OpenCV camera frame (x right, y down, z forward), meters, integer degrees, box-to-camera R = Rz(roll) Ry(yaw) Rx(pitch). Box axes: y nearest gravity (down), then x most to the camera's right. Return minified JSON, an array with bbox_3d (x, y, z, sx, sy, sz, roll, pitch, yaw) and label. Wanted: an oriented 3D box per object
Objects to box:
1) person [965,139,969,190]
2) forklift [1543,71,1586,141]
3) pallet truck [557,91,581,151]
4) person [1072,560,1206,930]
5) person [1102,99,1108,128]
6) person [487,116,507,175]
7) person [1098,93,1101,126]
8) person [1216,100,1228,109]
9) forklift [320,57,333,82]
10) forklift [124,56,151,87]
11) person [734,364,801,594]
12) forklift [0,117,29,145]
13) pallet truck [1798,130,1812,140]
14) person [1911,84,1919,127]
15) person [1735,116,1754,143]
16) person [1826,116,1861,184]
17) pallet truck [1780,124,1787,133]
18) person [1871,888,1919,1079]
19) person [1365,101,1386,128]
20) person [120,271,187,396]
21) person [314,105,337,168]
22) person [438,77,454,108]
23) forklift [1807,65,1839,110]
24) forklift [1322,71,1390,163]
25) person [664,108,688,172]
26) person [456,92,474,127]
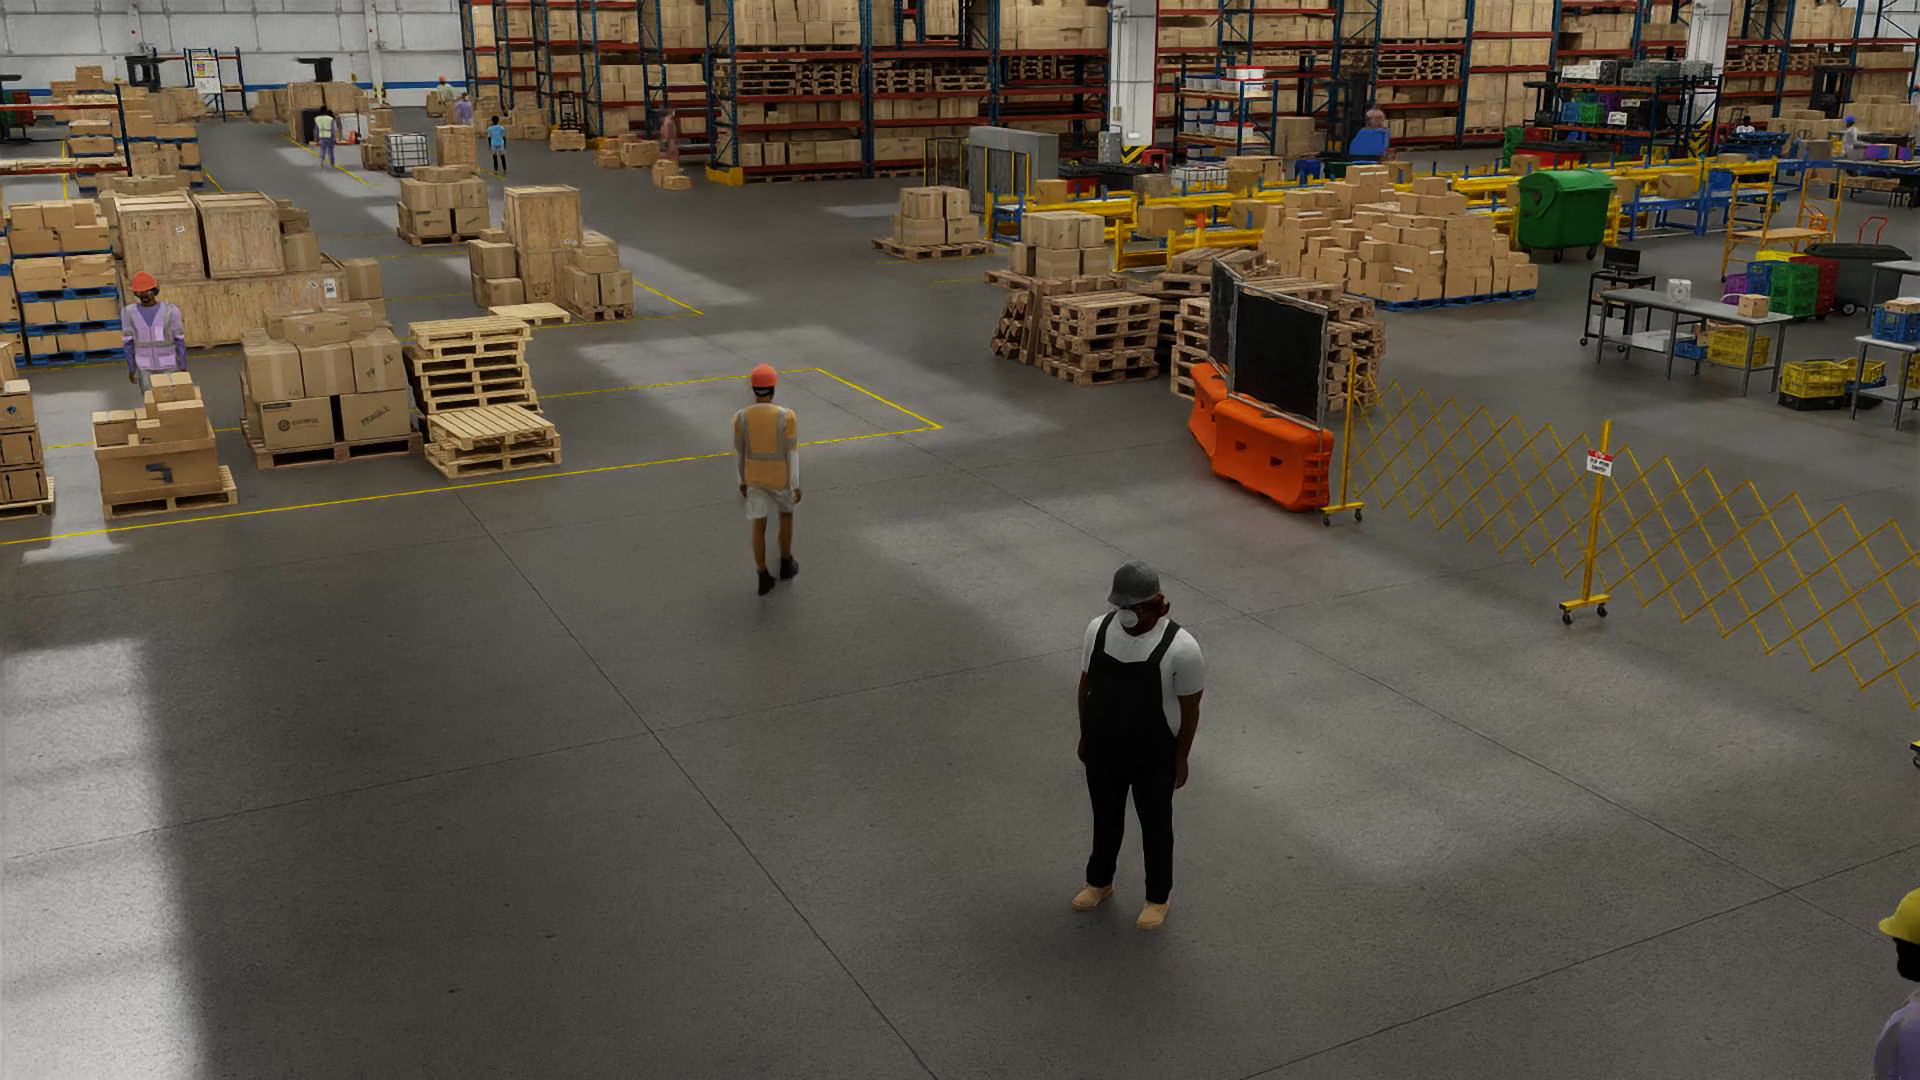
[{"bbox_3d":[0.398,-10.217,44.605,0.650,1.672,0.548,5,18,15],"label":"person"},{"bbox_3d":[18.685,-13.231,52.085,1.873,2.768,1.129,-9,20,-26],"label":"forklift"},{"bbox_3d":[-13.495,-14.412,57.188,0.823,1.965,1.885,-3,18,-9],"label":"pallet truck"},{"bbox_3d":[0.899,1.081,8.818,0.689,2.000,0.539,11,21,30],"label":"person"},{"bbox_3d":[5.825,-16.877,65.479,0.506,1.609,0.705,-9,20,-26],"label":"person"},{"bbox_3d":[-13.621,-11.619,48.964,0.540,1.695,0.317,-9,20,-27],"label":"person"},{"bbox_3d":[5.902,-17.768,68.058,0.539,1.732,0.611,-1,18,-3],"label":"person"},{"bbox_3d":[9.498,-15.322,60.280,0.580,1.827,0.526,-8,20,-24],"label":"person"},{"bbox_3d":[-25.134,-17.789,66.292,1.873,2.768,1.129,-9,20,-26],"label":"forklift"},{"bbox_3d":[-33.746,-18.506,68.527,1.873,2.768,1.129,7,19,21],"label":"forklift"},{"bbox_3d":[-1.601,-0.545,14.093,0.583,1.906,0.798,2,18,7],"label":"person"},{"bbox_3d":[-34.388,-15.480,59.095,1.873,2.768,1.129,-9,20,-26],"label":"forklift"},{"bbox_3d":[25.526,-11.556,49.408,1.630,1.274,0.653,-9,20,-26],"label":"pallet truck"},{"bbox_3d":[39.174,-17.861,68.403,0.594,1.700,0.892,-8,19,-23],"label":"person"},{"bbox_3d":[23.119,-11.656,49.083,0.537,1.696,0.318,-1,18,-2],"label":"person"},{"bbox_3d":[24.667,-10.769,46.012,0.650,1.900,0.971,-16,24,-41],"label":"person"},{"bbox_3d":[25.206,-12.542,52.601,1.601,1.201,0.680,0,18,-2],"label":"pallet truck"},{"bbox_3d":[3.331,2.096,5.873,0.588,1.912,0.417,-15,23,-38],"label":"person"},{"bbox_3d":[13.293,-13.057,53.150,0.564,1.884,0.656,-14,23,-38],"label":"person"},{"bbox_3d":[-8.768,-1.915,18.152,0.615,2.043,0.373,-5,19,-16],"label":"person"},{"bbox_3d":[-19.343,-12.283,50.713,0.595,1.901,0.667,0,18,1],"label":"person"},{"bbox_3d":[-21.929,-18.802,71.000,0.648,1.932,0.992,1,18,2],"label":"person"},{"bbox_3d":[29.744,-14.975,57.521,1.129,2.768,1.873,-9,20,-26],"label":"forklift"},{"bbox_3d":[12.520,-13.260,52.173,1.873,2.768,1.129,8,19,23],"label":"forklift"},{"bbox_3d":[-8.520,-11.931,49.668,0.877,1.862,0.684,0,18,-1],"label":"person"},{"bbox_3d":[-17.308,-14.724,58.287,0.459,1.919,0.628,16,24,41],"label":"person"}]
